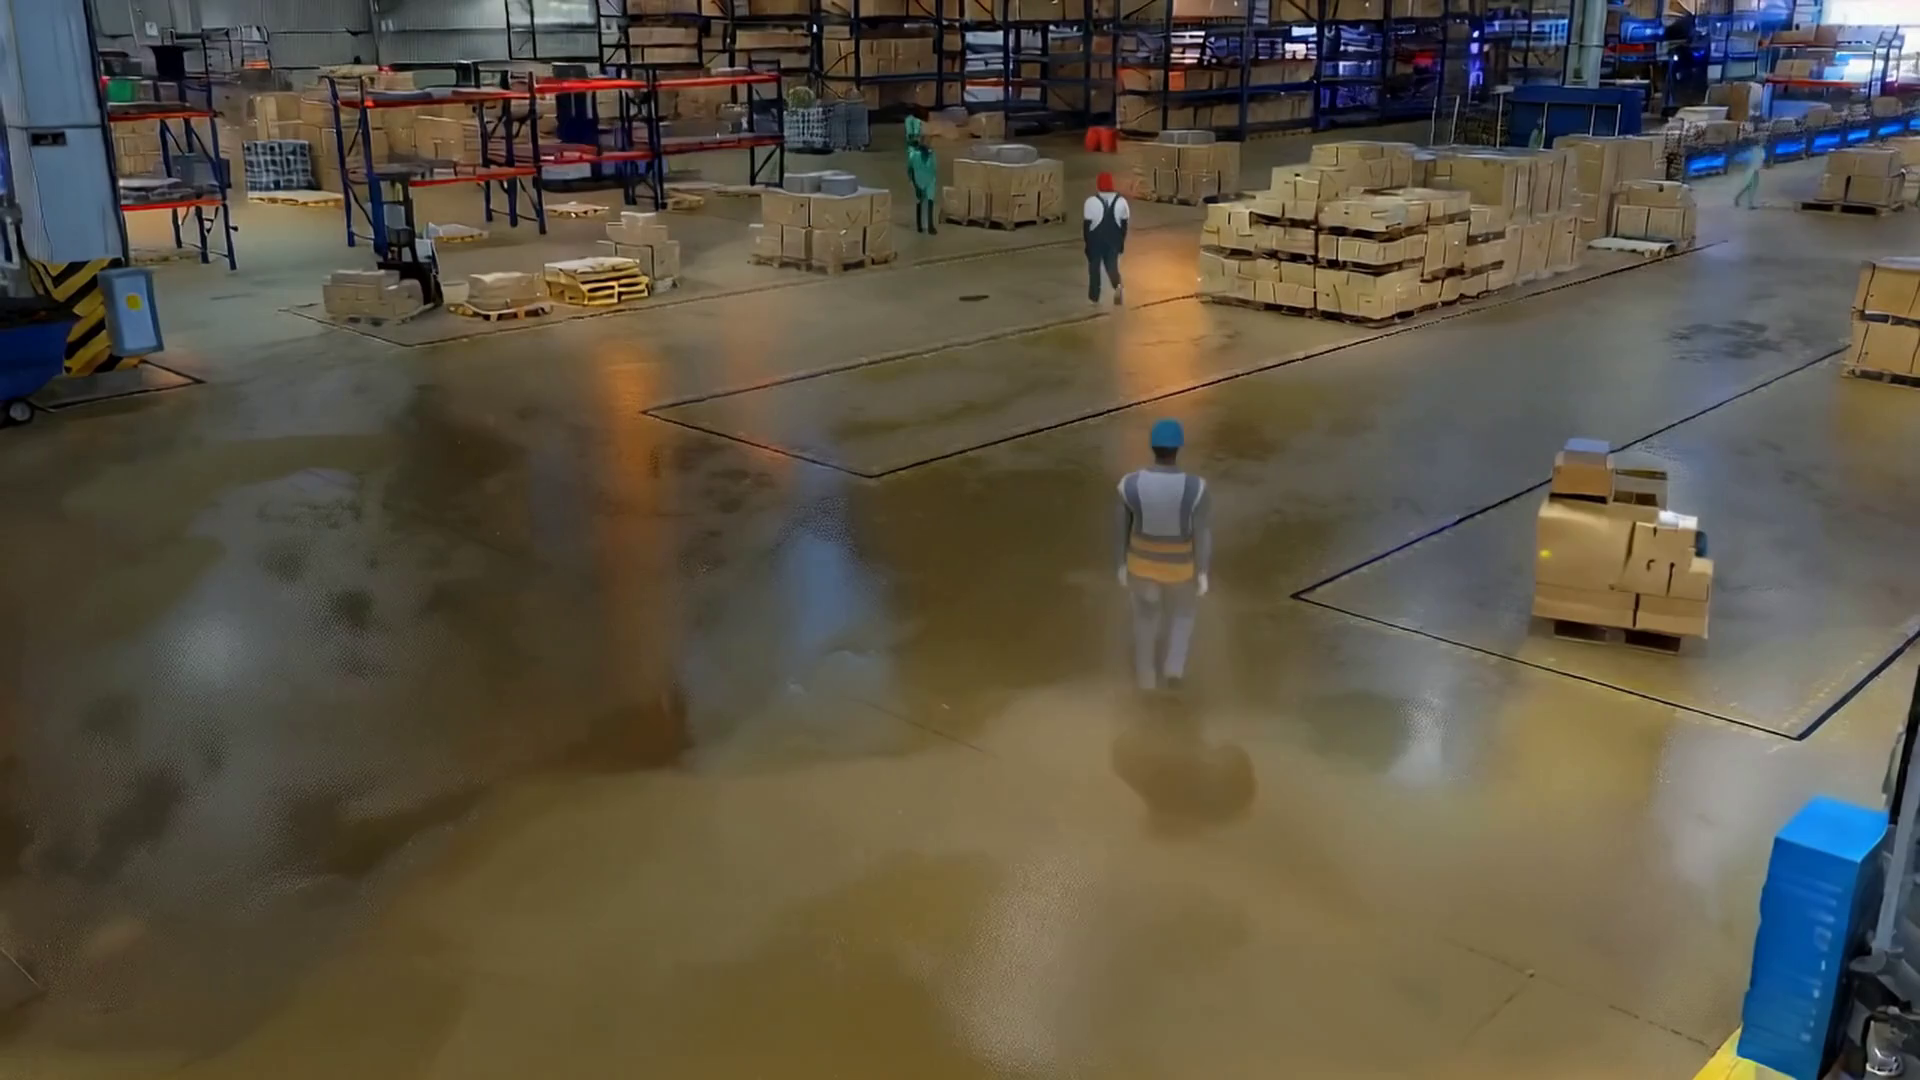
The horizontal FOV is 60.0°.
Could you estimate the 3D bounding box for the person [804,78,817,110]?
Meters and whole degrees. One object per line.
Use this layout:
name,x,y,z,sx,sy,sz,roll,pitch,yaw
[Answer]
person,-4.622,-13.500,52.048,1.023,1.862,0.616,11,21,30

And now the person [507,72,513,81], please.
person,-14.750,-14.435,54.783,0.752,1.910,0.658,10,21,27

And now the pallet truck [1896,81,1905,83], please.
pallet truck,34.802,-16.331,61.455,0.653,1.274,1.630,17,25,41

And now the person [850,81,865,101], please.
person,-3.273,-13.851,53.362,0.531,1.697,0.320,11,21,29

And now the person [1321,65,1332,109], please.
person,13.836,-16.956,62.605,0.528,1.772,0.300,13,22,34

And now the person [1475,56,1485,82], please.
person,21.204,-18.706,67.679,0.435,1.890,0.672,-17,25,-41

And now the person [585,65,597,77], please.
person,-13.191,-15.963,59.393,0.566,1.912,0.579,-11,21,-30

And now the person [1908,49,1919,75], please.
person,46.004,-22.844,80.377,0.478,1.742,0.594,3,19,8

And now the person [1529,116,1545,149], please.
person,13.655,-9.216,39.489,0.311,1.639,0.513,5,19,16

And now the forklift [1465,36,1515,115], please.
forklift,19.973,-17.201,61.605,1.873,2.768,1.129,16,24,40

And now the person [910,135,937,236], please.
person,-0.684,-6.767,31.742,0.544,1.868,1.023,-4,19,-11

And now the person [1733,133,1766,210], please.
person,16.825,-7.818,35.306,0.403,1.622,0.510,17,25,41

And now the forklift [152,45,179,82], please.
forklift,-25.011,-14.211,52.597,1.129,2.768,1.873,17,25,41

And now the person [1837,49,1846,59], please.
person,40.940,-22.035,77.618,0.620,1.967,0.962,5,19,15

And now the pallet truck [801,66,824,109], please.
pallet truck,-4.812,-15.182,56.903,0.823,1.965,1.885,-9,21,-26

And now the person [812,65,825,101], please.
person,-5.143,-16.452,60.977,0.429,1.842,0.622,13,22,34

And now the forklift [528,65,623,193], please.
forklift,-9.032,-9.589,38.673,1.129,2.768,1.873,17,25,41

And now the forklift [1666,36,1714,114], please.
forklift,27.341,-17.291,61.877,1.129,2.768,1.873,17,25,41

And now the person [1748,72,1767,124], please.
person,25.150,-13.701,52.403,0.620,2.019,0.666,-15,24,-38

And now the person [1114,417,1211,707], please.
person,1.320,0.142,10.826,0.636,1.933,0.520,5,19,15

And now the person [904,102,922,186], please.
person,-1.078,-9.387,39.491,0.368,1.966,0.602,-12,22,-31

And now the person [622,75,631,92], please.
person,-10.871,-14.039,53.642,0.667,1.902,0.639,17,25,41

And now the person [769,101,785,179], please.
person,-4.535,-9.918,41.235,0.328,1.876,0.514,-17,25,-42

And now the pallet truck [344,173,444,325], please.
pallet truck,-8.209,-4.181,23.757,0.823,1.965,1.885,3,19,9

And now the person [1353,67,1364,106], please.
person,15.080,-16.992,62.829,0.423,1.680,0.548,16,24,40

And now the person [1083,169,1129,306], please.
person,2.118,-4.441,24.474,0.683,2.000,0.661,-5,19,-15

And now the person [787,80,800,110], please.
person,-5.502,-14.359,54.980,0.513,1.641,0.309,10,21,29
